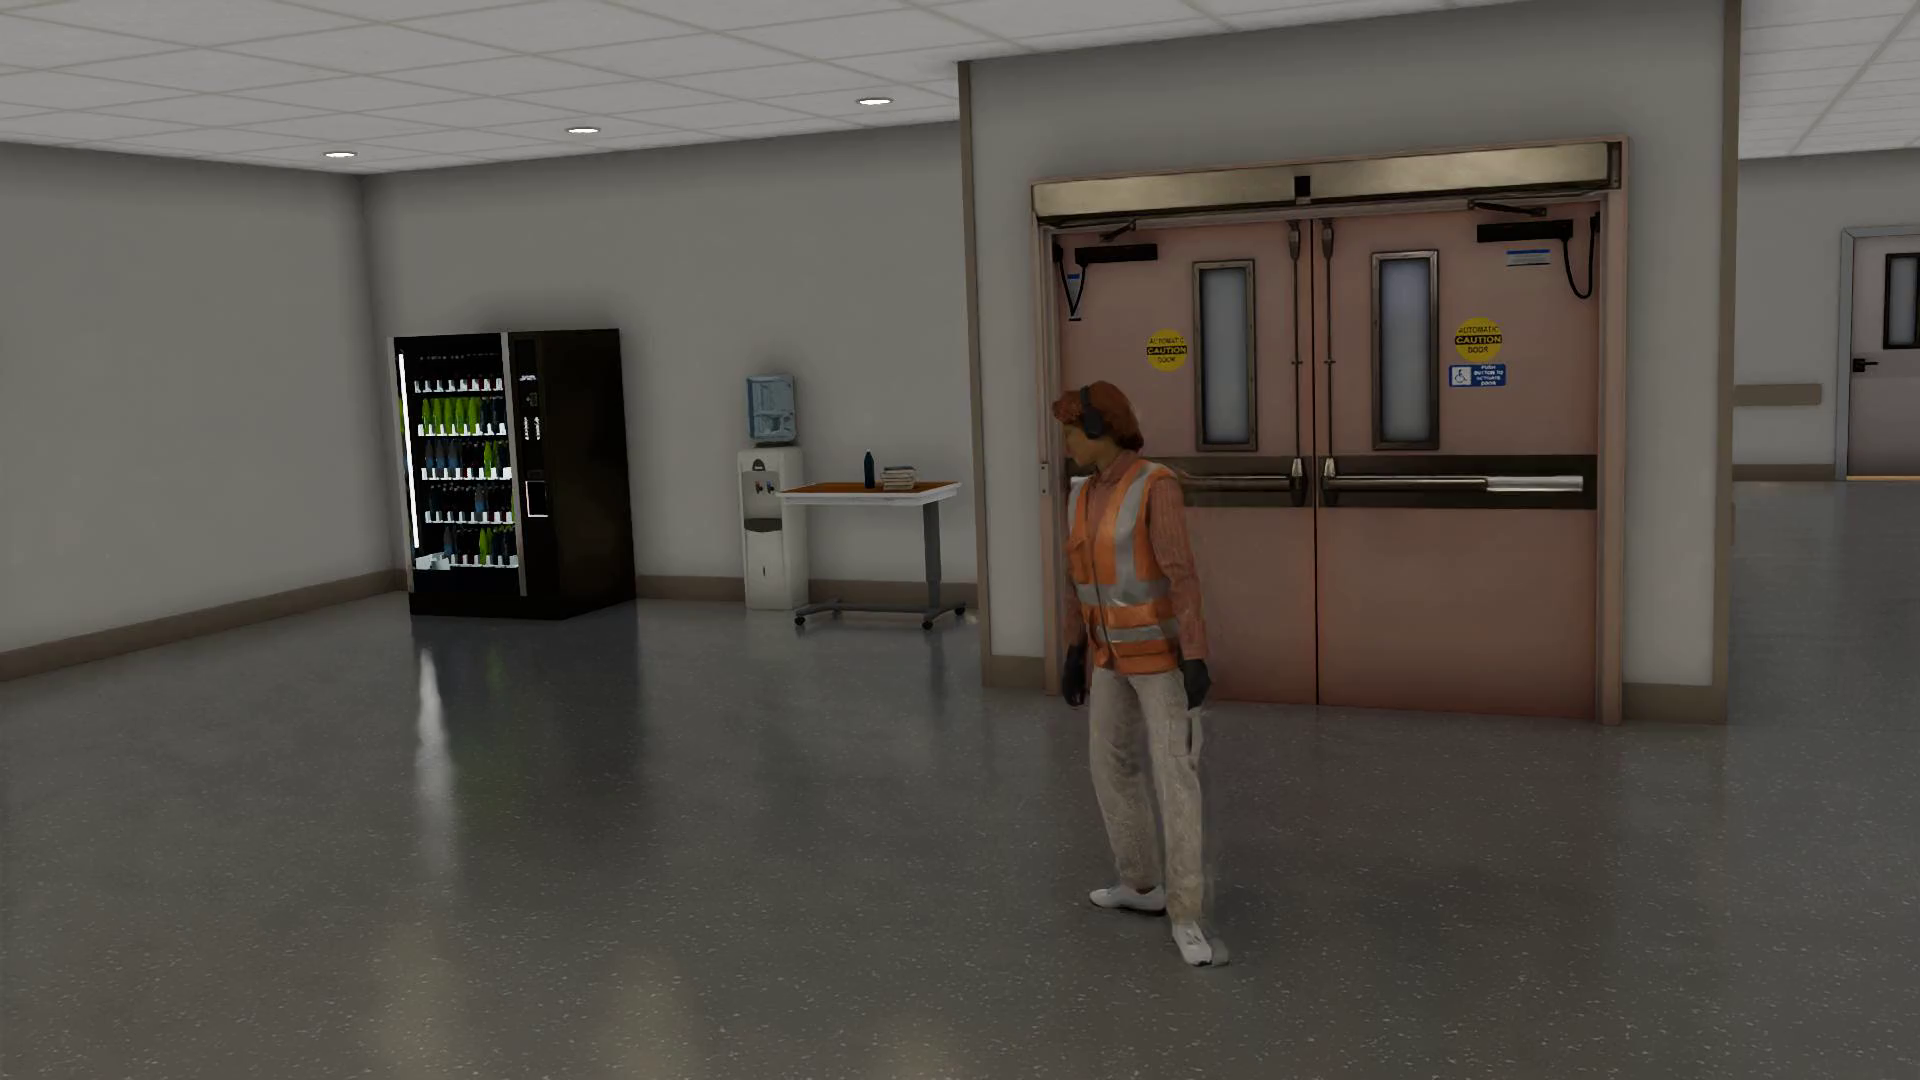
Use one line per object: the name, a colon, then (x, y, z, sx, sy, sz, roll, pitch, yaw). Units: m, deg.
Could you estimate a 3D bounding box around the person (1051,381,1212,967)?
person: (0.515, 0.359, 4.697, 0.326, 1.613, 0.616, -7, 9, -30)
